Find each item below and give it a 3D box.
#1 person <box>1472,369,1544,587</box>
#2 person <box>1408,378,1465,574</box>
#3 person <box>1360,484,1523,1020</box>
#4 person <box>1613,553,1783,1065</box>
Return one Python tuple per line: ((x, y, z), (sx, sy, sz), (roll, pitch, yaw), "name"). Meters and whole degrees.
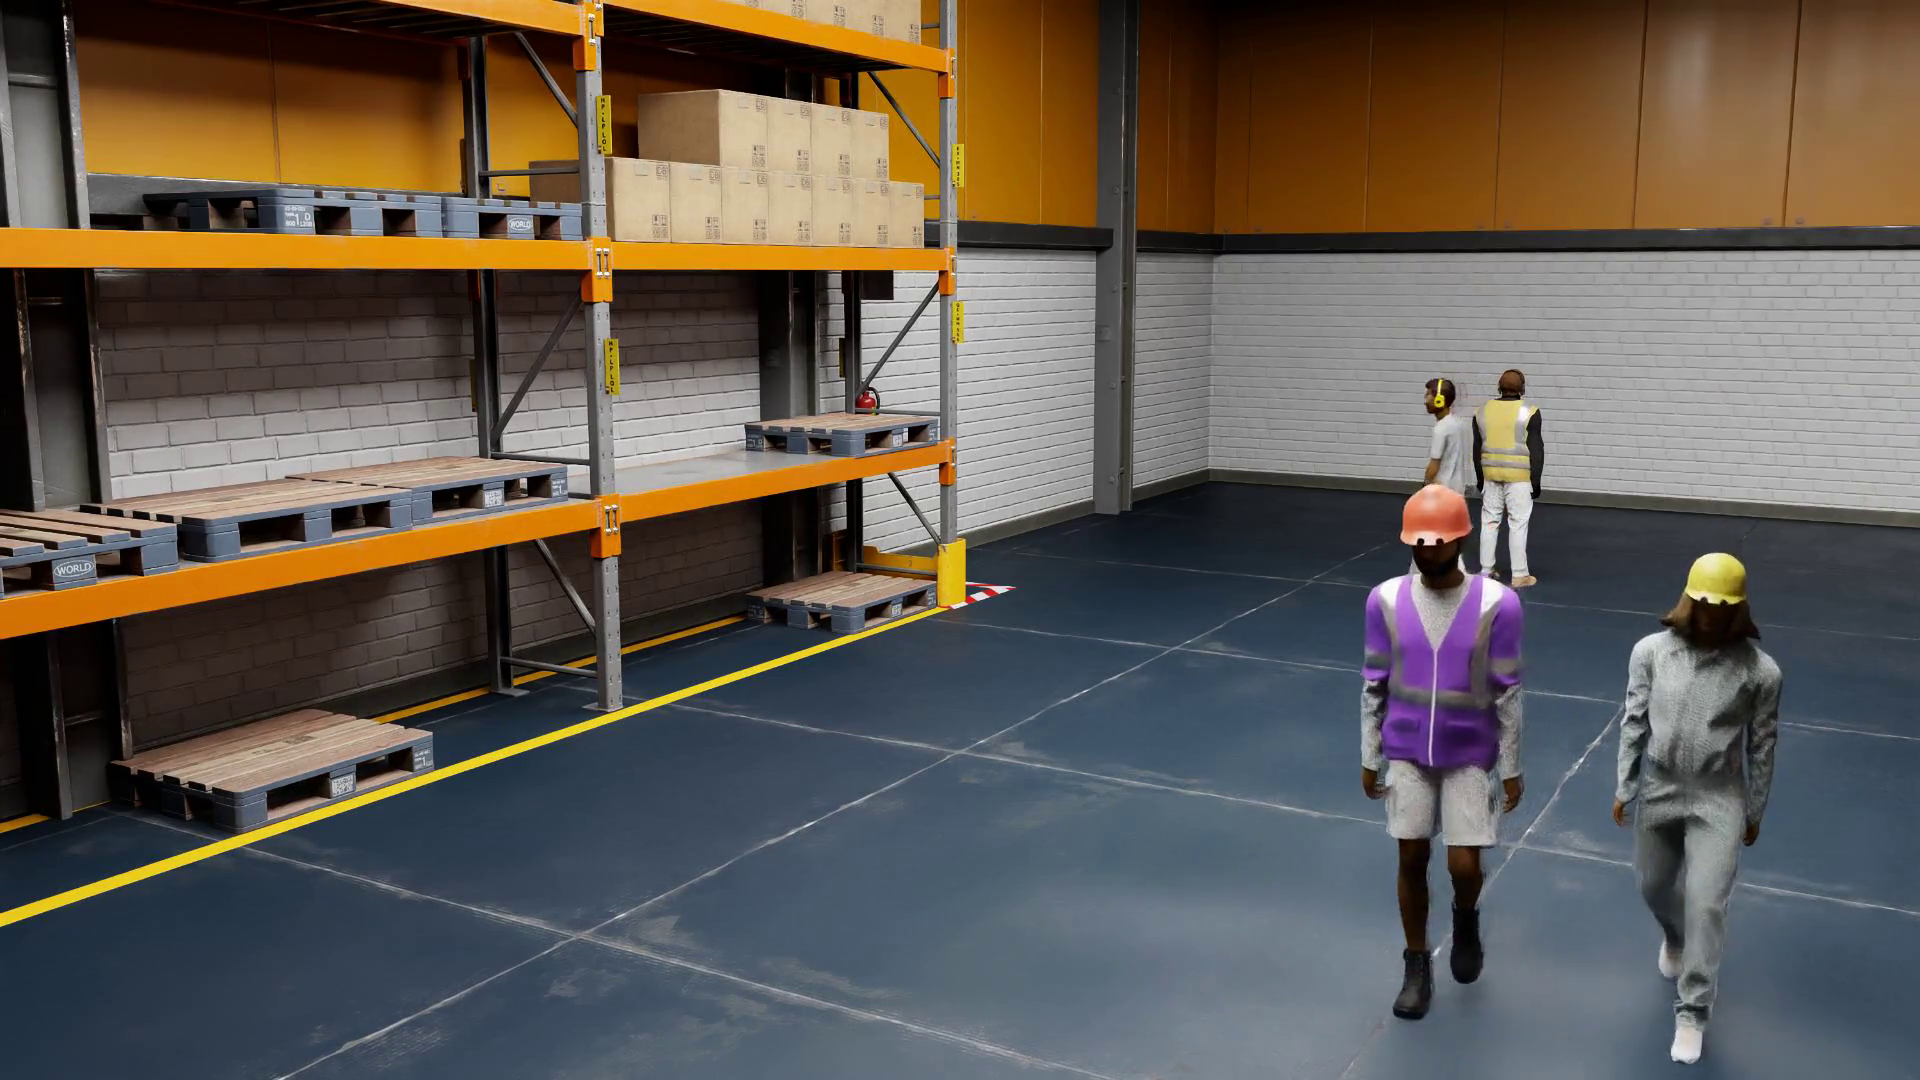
((4.662, -0.527, 14.124), (0.623, 1.847, 0.429), (9, 13, 44), "person")
((3.602, -0.328, 12.884), (0.851, 1.837, 0.564), (5, 10, 27), "person")
((1.708, 0.748, 5.920), (0.581, 1.920, 0.482), (5, 10, 27), "person")
((2.575, 0.869, 5.803), (0.490, 1.716, 0.731), (6, 11, 35), "person")
